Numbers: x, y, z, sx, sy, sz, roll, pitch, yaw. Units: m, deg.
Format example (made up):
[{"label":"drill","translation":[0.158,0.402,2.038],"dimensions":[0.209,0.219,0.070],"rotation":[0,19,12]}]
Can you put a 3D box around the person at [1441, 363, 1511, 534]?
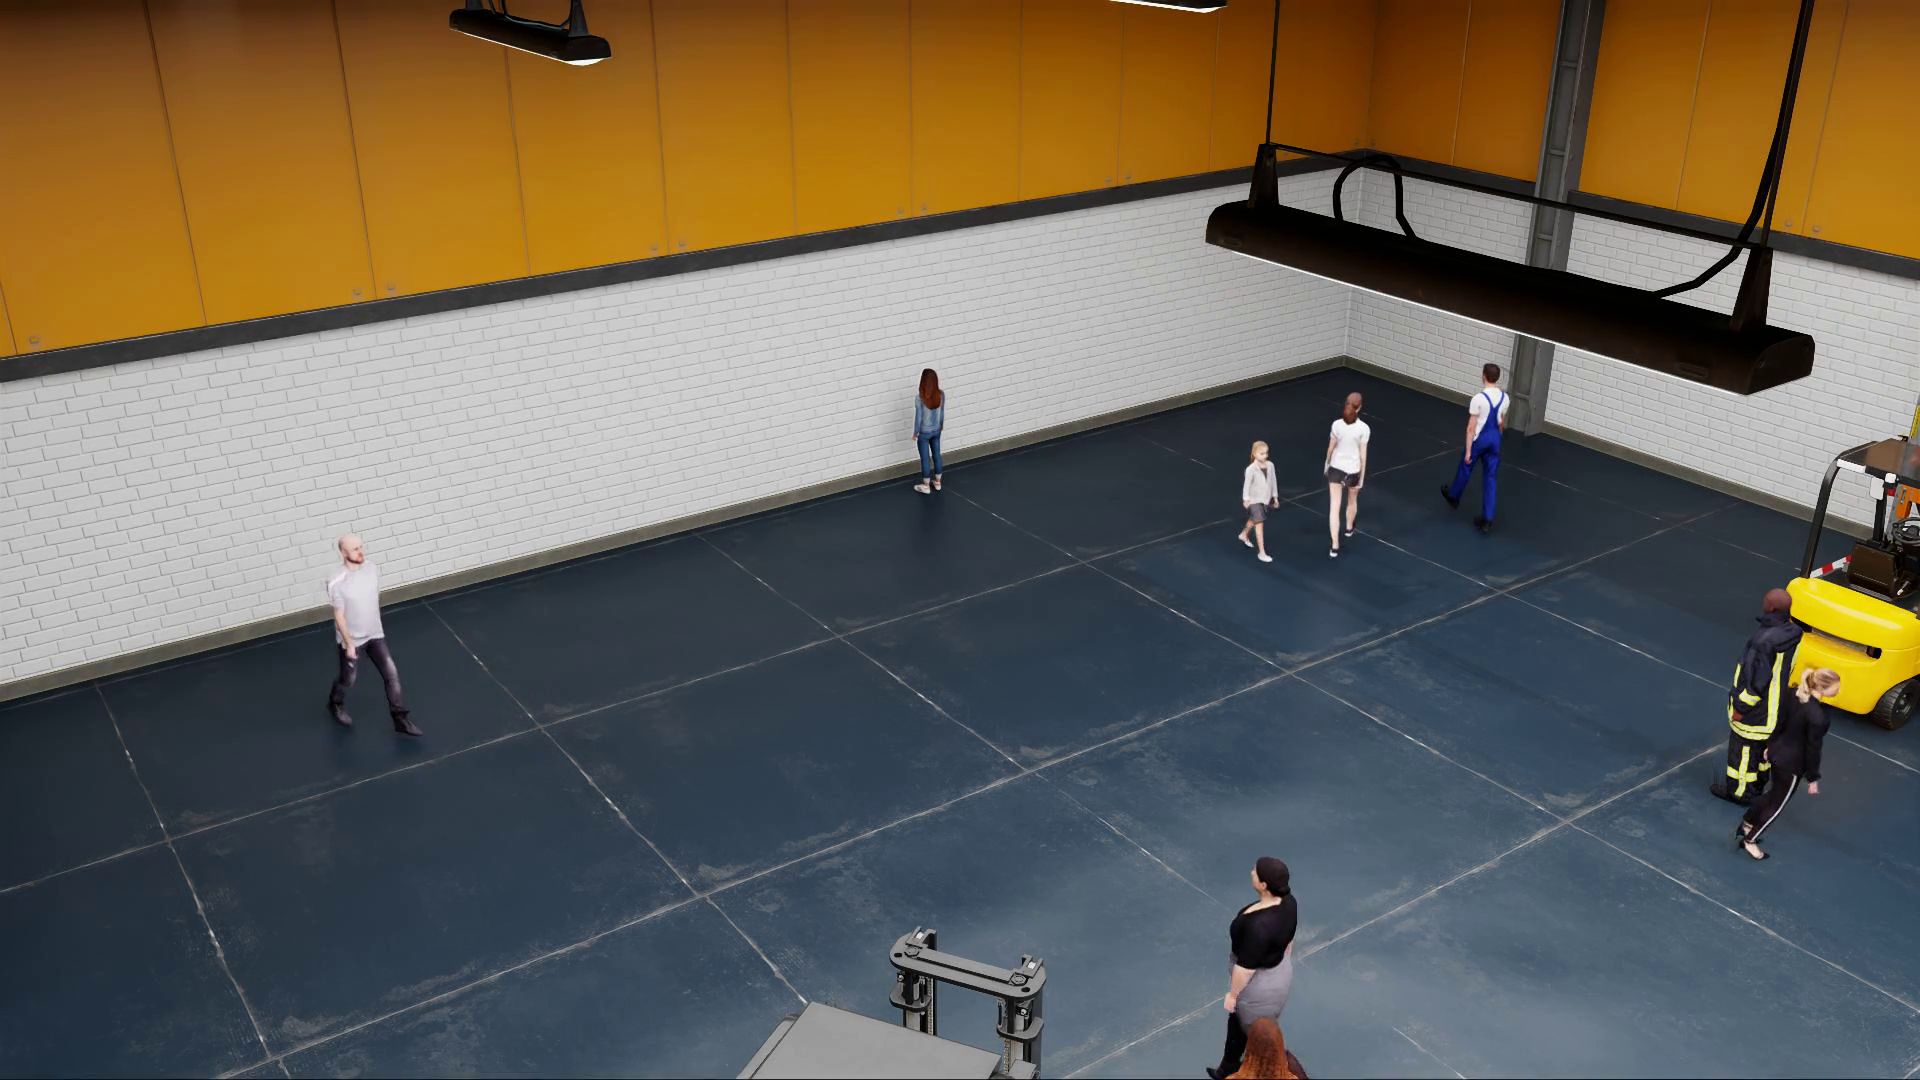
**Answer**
[{"label":"person","translation":[5.702,-0.961,17.972],"dimensions":[1.007,1.796,1.319],"rotation":[-4,24,-10]}]

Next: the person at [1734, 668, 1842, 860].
[{"label":"person","translation":[5.997,1.647,12.172],"dimensions":[0.820,1.663,0.728],"rotation":[-5,24,-11]}]

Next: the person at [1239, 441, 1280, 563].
[{"label":"person","translation":[3.113,-0.453,17.491],"dimensions":[0.550,1.251,0.877],"rotation":[-12,27,-26]}]

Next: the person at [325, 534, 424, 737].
[{"label":"person","translation":[-5.090,0.798,13.933],"dimensions":[1.295,1.808,0.955],"rotation":[15,28,31]}]

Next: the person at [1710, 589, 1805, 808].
[{"label":"person","translation":[6.266,1.205,12.985],"dimensions":[0.733,1.823,0.641],"rotation":[-16,28,-33]}]

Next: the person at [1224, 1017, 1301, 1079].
[{"label":"person","translation":[1.521,3.247,8.466],"dimensions":[0.945,1.700,1.084],"rotation":[0,24,0]}]

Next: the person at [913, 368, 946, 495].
[{"label":"person","translation":[-0.348,-1.258,19.051],"dimensions":[0.565,1.477,0.510],"rotation":[-17,29,-34]}]

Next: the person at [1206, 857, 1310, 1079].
[{"label":"person","translation":[1.850,2.674,9.745],"dimensions":[1.199,1.726,0.965],"rotation":[13,27,27]}]

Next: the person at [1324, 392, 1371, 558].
[{"label":"person","translation":[4.007,-0.650,17.363],"dimensions":[1.059,1.714,1.059],"rotation":[6,24,14]}]
